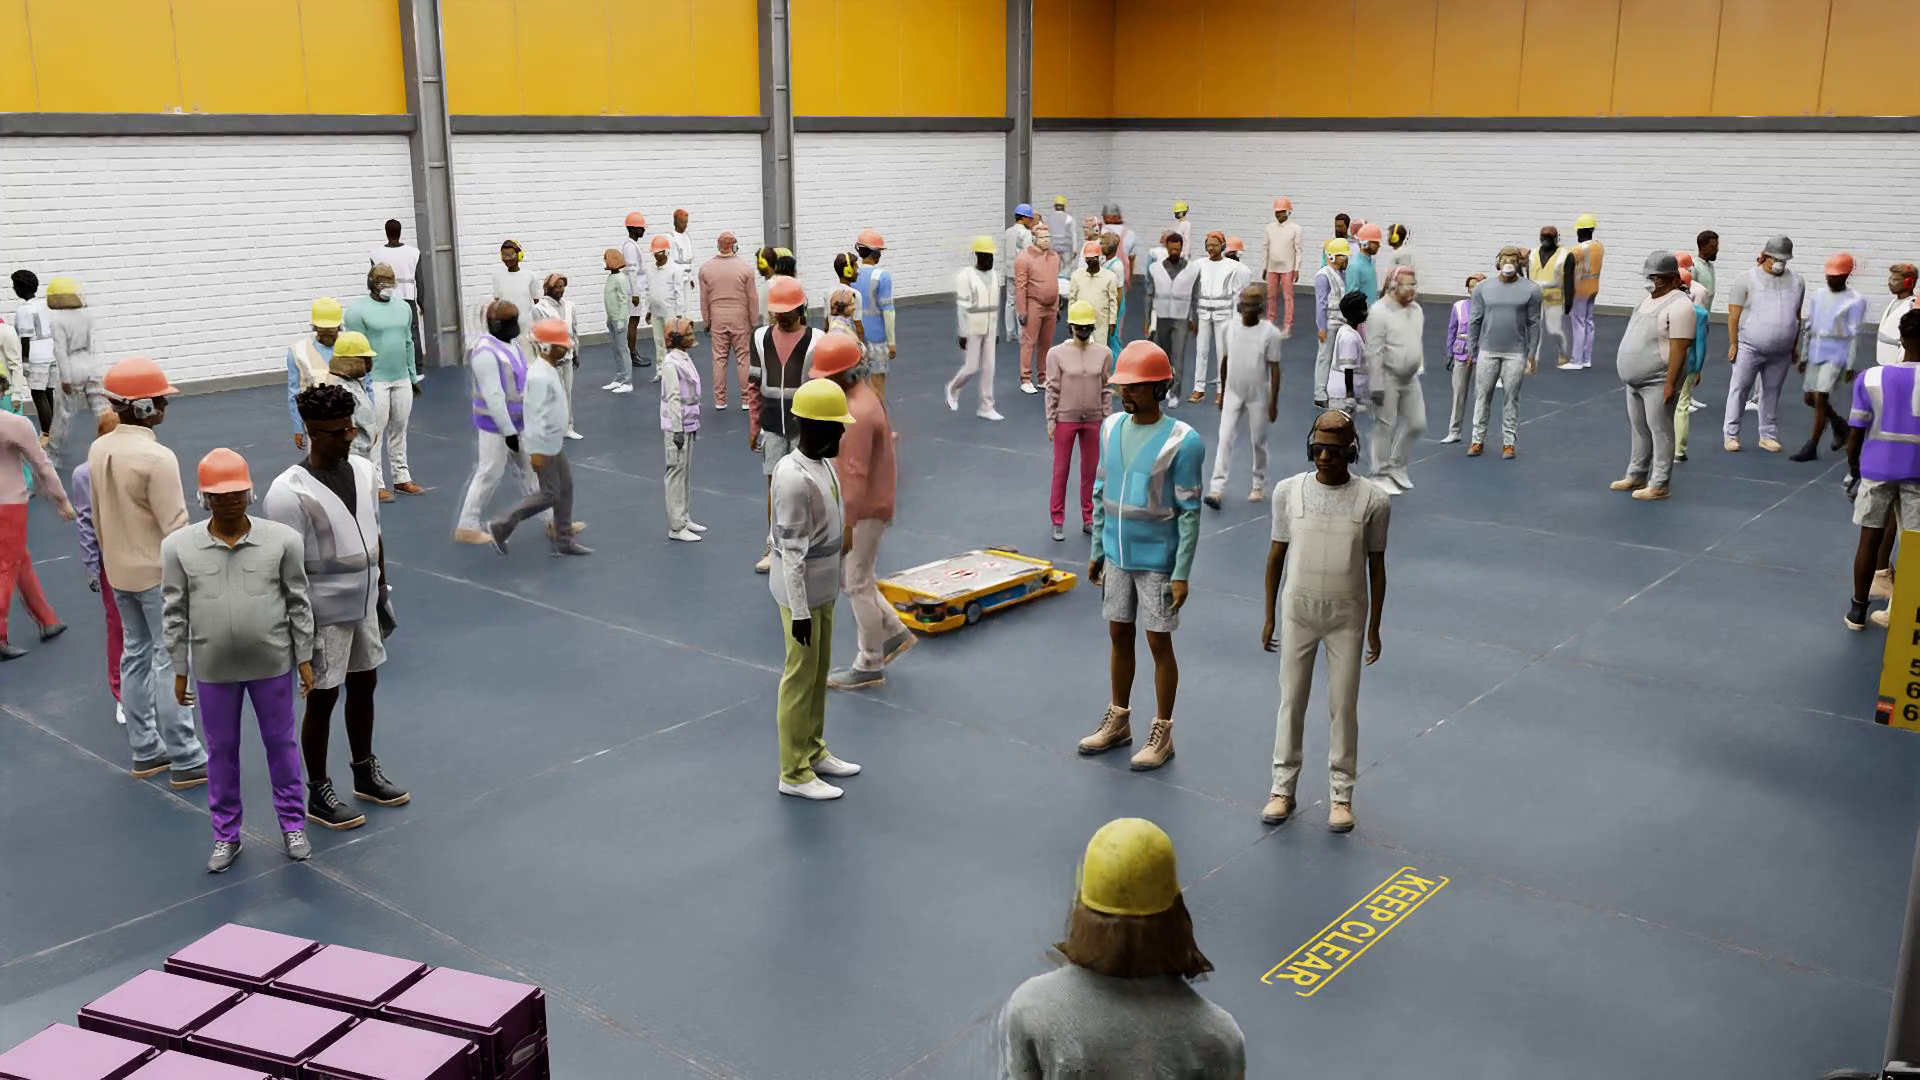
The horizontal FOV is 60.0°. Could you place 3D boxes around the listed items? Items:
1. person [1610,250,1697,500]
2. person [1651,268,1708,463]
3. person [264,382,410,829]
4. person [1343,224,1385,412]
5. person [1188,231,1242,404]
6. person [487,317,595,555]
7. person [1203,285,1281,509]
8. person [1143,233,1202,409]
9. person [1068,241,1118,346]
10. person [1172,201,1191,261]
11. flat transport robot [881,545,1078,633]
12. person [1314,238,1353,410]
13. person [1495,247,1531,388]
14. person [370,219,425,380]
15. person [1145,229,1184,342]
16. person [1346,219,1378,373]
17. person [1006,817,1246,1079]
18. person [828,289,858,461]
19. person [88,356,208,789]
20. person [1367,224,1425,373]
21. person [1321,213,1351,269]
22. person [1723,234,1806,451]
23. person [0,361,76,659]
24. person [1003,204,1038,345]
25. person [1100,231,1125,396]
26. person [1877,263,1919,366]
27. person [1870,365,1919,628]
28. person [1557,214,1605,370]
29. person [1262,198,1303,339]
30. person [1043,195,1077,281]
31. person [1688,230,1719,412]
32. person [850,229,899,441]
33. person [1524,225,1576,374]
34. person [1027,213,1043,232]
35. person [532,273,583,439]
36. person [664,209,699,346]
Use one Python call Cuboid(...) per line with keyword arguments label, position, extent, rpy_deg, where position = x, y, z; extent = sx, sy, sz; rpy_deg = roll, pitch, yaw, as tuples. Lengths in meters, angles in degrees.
Cuboid(label="person", position=(5.649, -1.362, 13.615), extent=(0.535, 2.000, 0.686), rpy_deg=(-2, 14, -6))
Cuboid(label="person", position=(6.438, -1.578, 15.061), extent=(0.564, 1.752, 0.338), rpy_deg=(6, 15, 23))
Cuboid(label="person", position=(-2.702, 0.285, 7.235), extent=(0.381, 1.949, 0.600), rpy_deg=(5, 15, 19))
Cuboid(label="person", position=(4.279, -2.362, 17.725), extent=(0.406, 1.987, 0.615), rpy_deg=(9, 16, 31))
Cuboid(label="person", position=(2.775, -2.434, 18.216), extent=(0.584, 1.882, 0.339), rpy_deg=(6, 15, 23))
Cuboid(label="person", position=(-2.955, -0.701, 11.615), extent=(0.626, 1.724, 0.594), rpy_deg=(-1, 14, -4))
Cuboid(label="person", position=(2.261, -1.119, 13.190), extent=(0.526, 1.783, 0.981), rpy_deg=(7, 16, 25))
Cuboid(label="person", position=(2.322, -2.425, 18.202), extent=(0.600, 1.877, 0.978), rpy_deg=(4, 15, 14))
Cuboid(label="person", position=(1.471, -2.451, 18.549), extent=(0.568, 1.751, 0.329), rpy_deg=(4, 15, 17))
Cuboid(label="person", position=(3.679, -4.762, 27.784), extent=(0.338, 1.761, 0.525), rpy_deg=(-4, 15, -16))
Cuboid(label="flat transport robot", position=(0.059, 0.291, 10.599), extent=(0.652, 0.197, 1.431), rpy_deg=(12, 18, 40))
Cuboid(label="person", position=(4.027, -2.321, 17.868), extent=(0.404, 1.831, 0.601), rpy_deg=(11, 18, 38))
Cuboid(label="person", position=(6.428, -2.590, 19.379), extent=(0.328, 1.627, 0.525), rpy_deg=(11, 18, 37))
Cuboid(label="person", position=(-6.657, -2.836, 19.753), extent=(0.593, 1.920, 0.391), rpy_deg=(-7, 16, -26))
Cuboid(label="person", position=(2.781, -3.438, 22.777), extent=(0.520, 1.620, 0.524), rpy_deg=(4, 15, 15))
Cuboid(label="person", position=(4.770, -2.907, 20.064), extent=(0.407, 1.908, 0.641), rpy_deg=(-12, 18, -40))
Cuboid(label="person", position=(0.329, 1.377, 3.375), extent=(0.497, 1.691, 0.909), rpy_deg=(5, 15, 18))
Cuboid(label="person", position=(-1.011, -1.333, 14.314), extent=(0.309, 1.638, 0.522), rpy_deg=(0, 14, 0))
Cuboid(label="person", position=(-3.706, 0.154, 7.651), extent=(0.613, 1.995, 0.391), rpy_deg=(9, 17, 32))
Cuboid(label="person", position=(5.347, -2.969, 20.512), extent=(0.999, 1.819, 0.539), rpy_deg=(9, 17, 32))
Cuboid(label="person", position=(4.886, -3.208, 21.267), extent=(0.594, 1.913, 0.393), rpy_deg=(12, 18, 40))
Cuboid(label="person", position=(7.520, -1.833, 15.498), extent=(0.676, 2.000, 0.536), rpy_deg=(0, 14, 2))
Cuboid(label="person", position=(-5.517, -0.191, 9.566), extent=(0.597, 1.726, 0.723), rpy_deg=(4, 15, 17))
Cuboid(label="person", position=(0.837, -3.700, 23.170), extent=(0.414, 1.936, 0.605), rpy_deg=(-9, 16, -31))
Cuboid(label="person", position=(1.681, -2.540, 18.719), extent=(0.344, 1.847, 0.507), rpy_deg=(-2, 14, -10))
Cuboid(label="person", position=(8.166, -1.486, 14.502), extent=(0.380, 1.846, 0.570), rpy_deg=(3, 14, 11))
Cuboid(label="person", position=(5.862, -0.455, 9.992), extent=(0.672, 2.000, 0.536), rpy_deg=(-2, 14, -7))
Cuboid(label="person", position=(7.744, -3.078, 20.703), extent=(0.585, 1.928, 0.366), rpy_deg=(-12, 18, -40))
Cuboid(label="person", position=(4.584, -3.880, 23.773), extent=(0.614, 1.993, 0.395), rpy_deg=(12, 18, 39))
Cuboid(label="person", position=(1.742, -5.086, 28.938), extent=(0.612, 1.813, 0.423), rpy_deg=(4, 15, 17))
Cuboid(label="person", position=(7.855, -2.345, 17.793), extent=(0.373, 1.916, 0.596), rpy_deg=(12, 18, 39))
Cuboid(label="person", position=(-0.853, -1.959, 16.001), extent=(0.615, 2.041, 0.378), rpy_deg=(10, 17, 35))
Cuboid(label="person", position=(7.260, -2.963, 20.479), extent=(0.651, 1.817, 0.760), rpy_deg=(12, 19, 40))
Cuboid(label="person", position=(1.185, -4.360, 26.416), extent=(0.280, 1.636, 0.500), rpy_deg=(8, 16, 28))
Cuboid(label="person", position=(-3.872, -1.741, 15.970), extent=(0.318, 1.630, 0.513), rpy_deg=(9, 17, 33))
Cuboid(label="person", position=(-3.826, -3.579, 22.786), extent=(0.340, 1.885, 0.586), rpy_deg=(5, 15, 20))
